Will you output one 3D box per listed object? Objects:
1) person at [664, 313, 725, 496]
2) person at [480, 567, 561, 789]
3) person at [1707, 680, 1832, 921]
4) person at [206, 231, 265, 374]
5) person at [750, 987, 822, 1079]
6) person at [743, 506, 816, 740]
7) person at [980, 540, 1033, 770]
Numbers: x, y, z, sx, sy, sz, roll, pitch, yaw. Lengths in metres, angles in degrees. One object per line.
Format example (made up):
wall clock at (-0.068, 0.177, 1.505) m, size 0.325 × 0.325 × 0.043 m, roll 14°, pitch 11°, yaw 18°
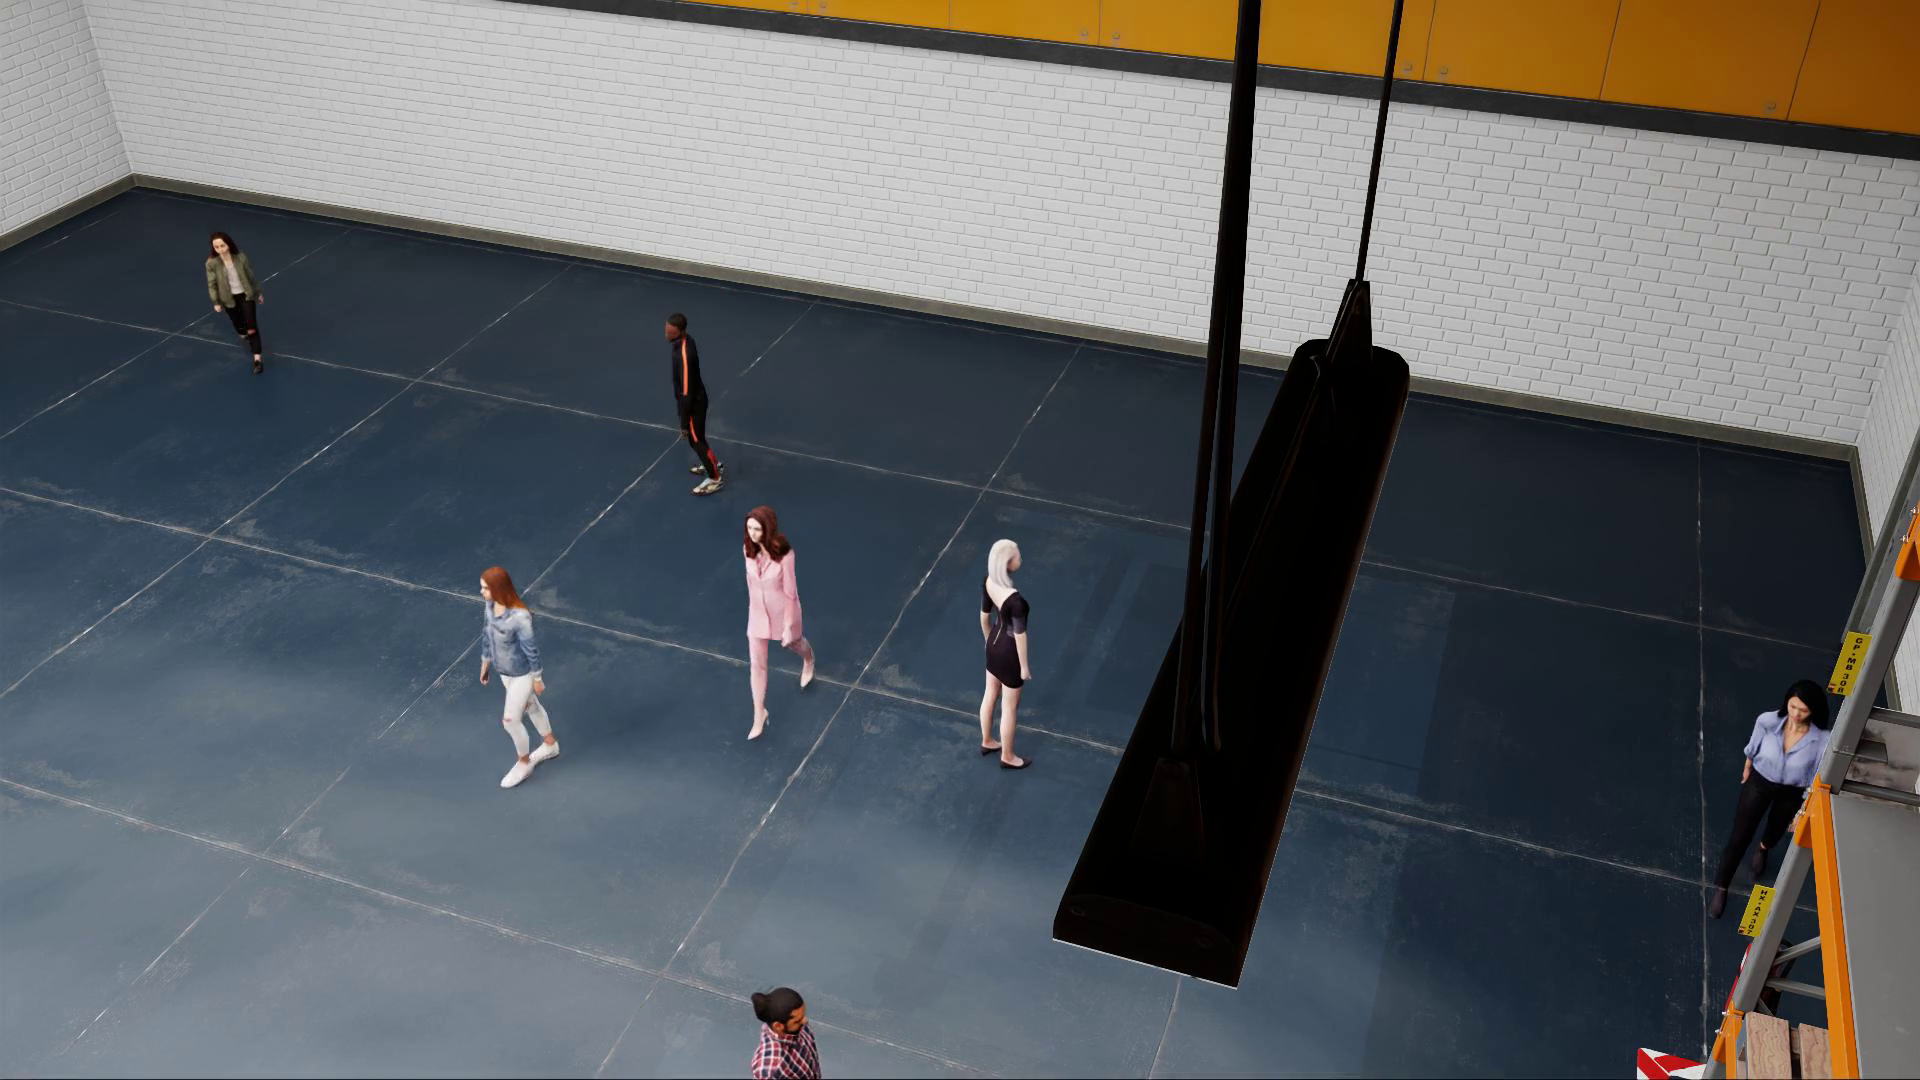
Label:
person at (-2.262, -1.191, 14.366) m, size 0.901 × 1.774 × 0.798 m, roll 0°, pitch 34°, yaw 0°
person at (-2.946, 0.860, 11.363) m, size 0.875 × 1.683 × 0.791 m, roll -28°, pitch 43°, yaw -35°
person at (5.122, 1.522, 10.355) m, size 0.826 × 1.697 × 1.182 m, roll 20°, pitch 39°, yaw 27°
person at (-7.153, -2.409, 16.496) m, size 0.986 × 1.444 × 1.072 m, roll -13°, pitch 36°, yaw -19°
person at (-0.843, 2.862, 8.280) m, size 0.815 × 1.760 × 0.643 m, roll 1°, pitch 34°, yaw 2°
person at (-1.254, 0.496, 11.851) m, size 0.606 × 1.748 × 1.147 m, roll 12°, pitch 36°, yaw 18°
person at (0.303, 0.784, 11.345) m, size 0.685 × 1.830 × 0.664 m, roll -22°, pitch 39°, yaw -29°
